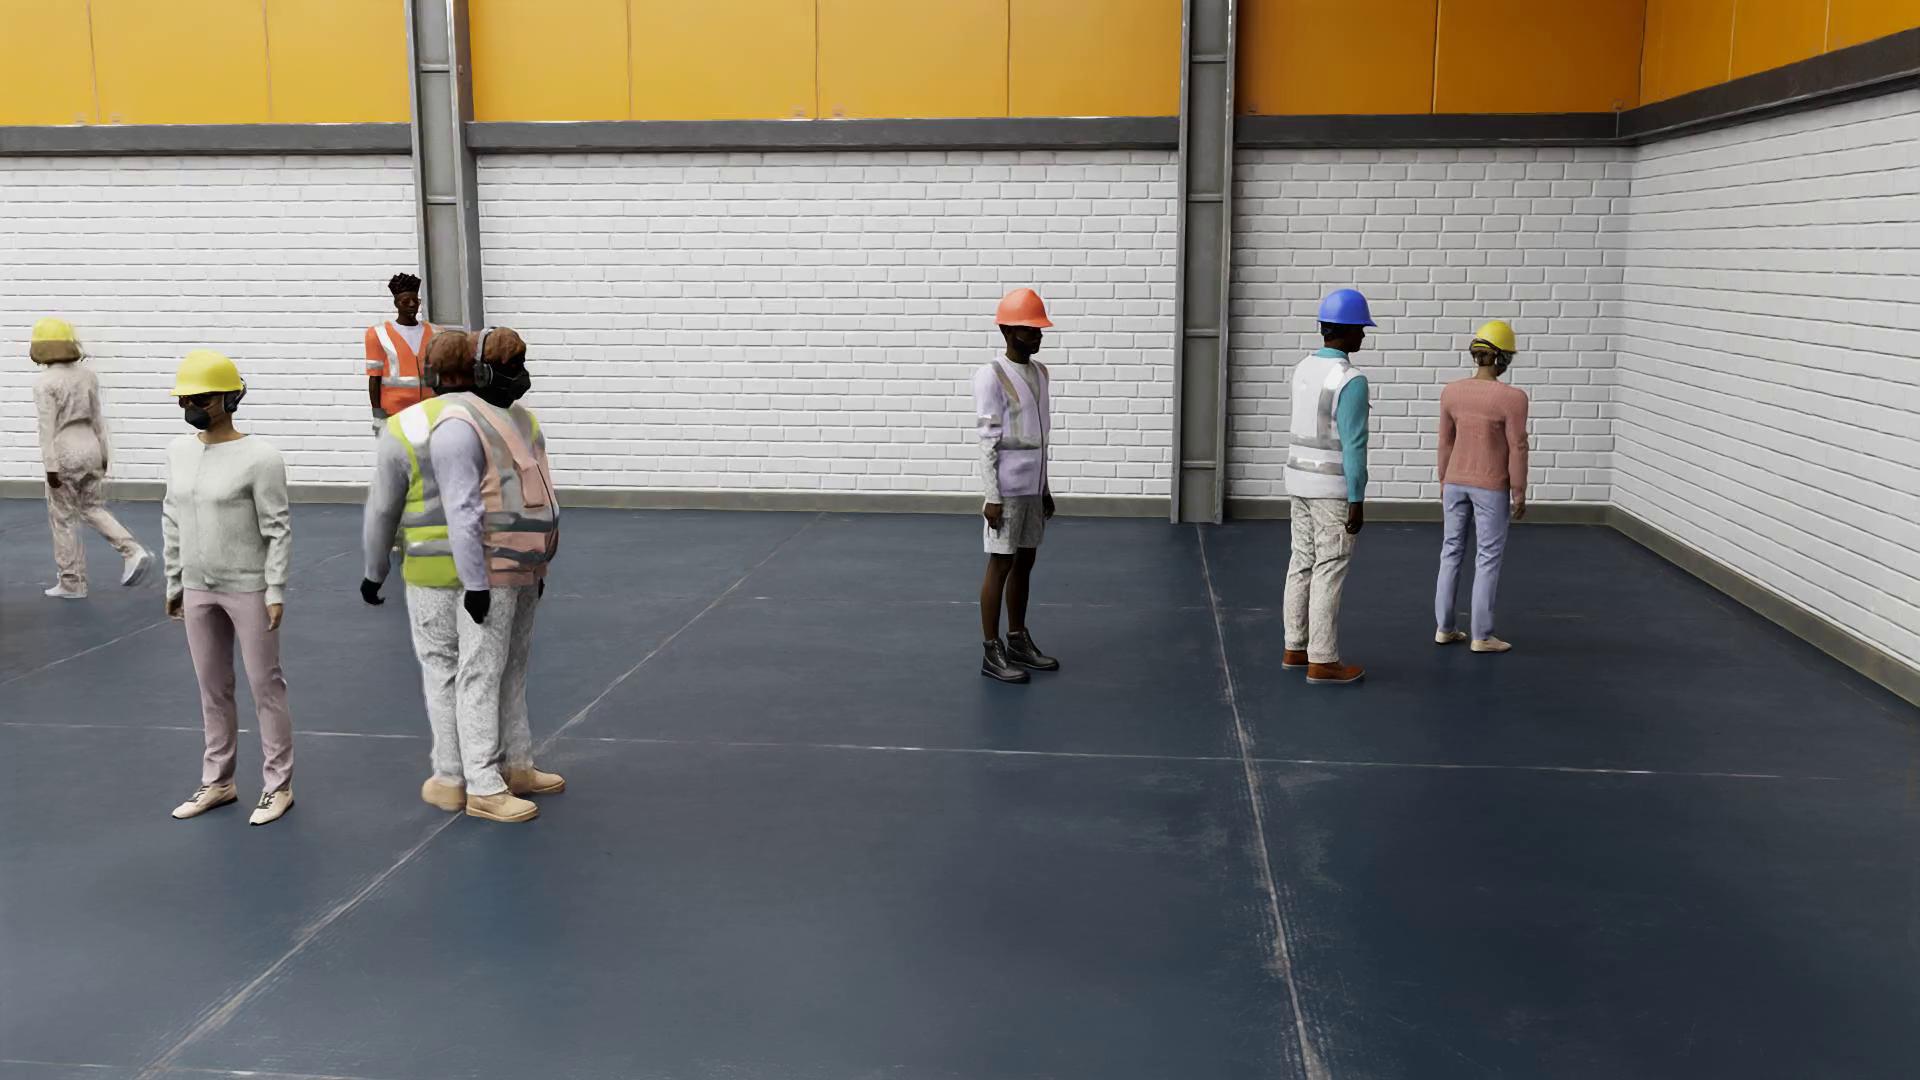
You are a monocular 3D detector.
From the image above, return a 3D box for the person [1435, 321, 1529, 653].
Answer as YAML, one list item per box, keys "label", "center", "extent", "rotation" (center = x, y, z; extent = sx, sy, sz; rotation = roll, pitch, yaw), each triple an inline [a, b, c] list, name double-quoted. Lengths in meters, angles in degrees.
- label: "person"
  center: [2.771, -0.276, 8.816]
  extent: [0.343, 1.755, 0.531]
  rotation: [-8, 13, -39]

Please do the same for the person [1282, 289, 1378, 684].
- label: "person"
  center: [1.830, -0.260, 8.212]
  extent: [0.414, 1.940, 0.601]
  rotation: [-3, 10, -19]

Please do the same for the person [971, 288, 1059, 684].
- label: "person"
  center: [0.297, -0.270, 8.253]
  extent: [0.359, 1.938, 0.547]
  rotation: [7, 12, 34]

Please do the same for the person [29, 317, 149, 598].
- label: "person"
  center: [-5.344, -0.492, 10.130]
  extent: [0.584, 1.721, 0.519]
  rotation: [3, 10, 16]

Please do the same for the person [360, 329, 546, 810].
- label: "person"
  center: [-1.895, 0.124, 6.322]
  extent: [0.660, 1.833, 0.446]
  rotation: [-8, 13, -39]

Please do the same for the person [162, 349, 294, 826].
- label: "person"
  center: [-2.722, 0.180, 6.163]
  extent: [0.522, 1.769, 0.318]
  rotation: [3, 10, 15]

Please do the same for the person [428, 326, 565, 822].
- label: "person"
  center: [-1.730, 0.119, 6.300]
  extent: [0.430, 1.845, 0.620]
  rotation: [1, 10, 8]

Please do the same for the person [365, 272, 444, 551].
- label: "person"
  center: [-3.912, -0.914, 11.857]
  extent: [0.602, 1.966, 0.368]
  rotation: [-9, 13, -42]
